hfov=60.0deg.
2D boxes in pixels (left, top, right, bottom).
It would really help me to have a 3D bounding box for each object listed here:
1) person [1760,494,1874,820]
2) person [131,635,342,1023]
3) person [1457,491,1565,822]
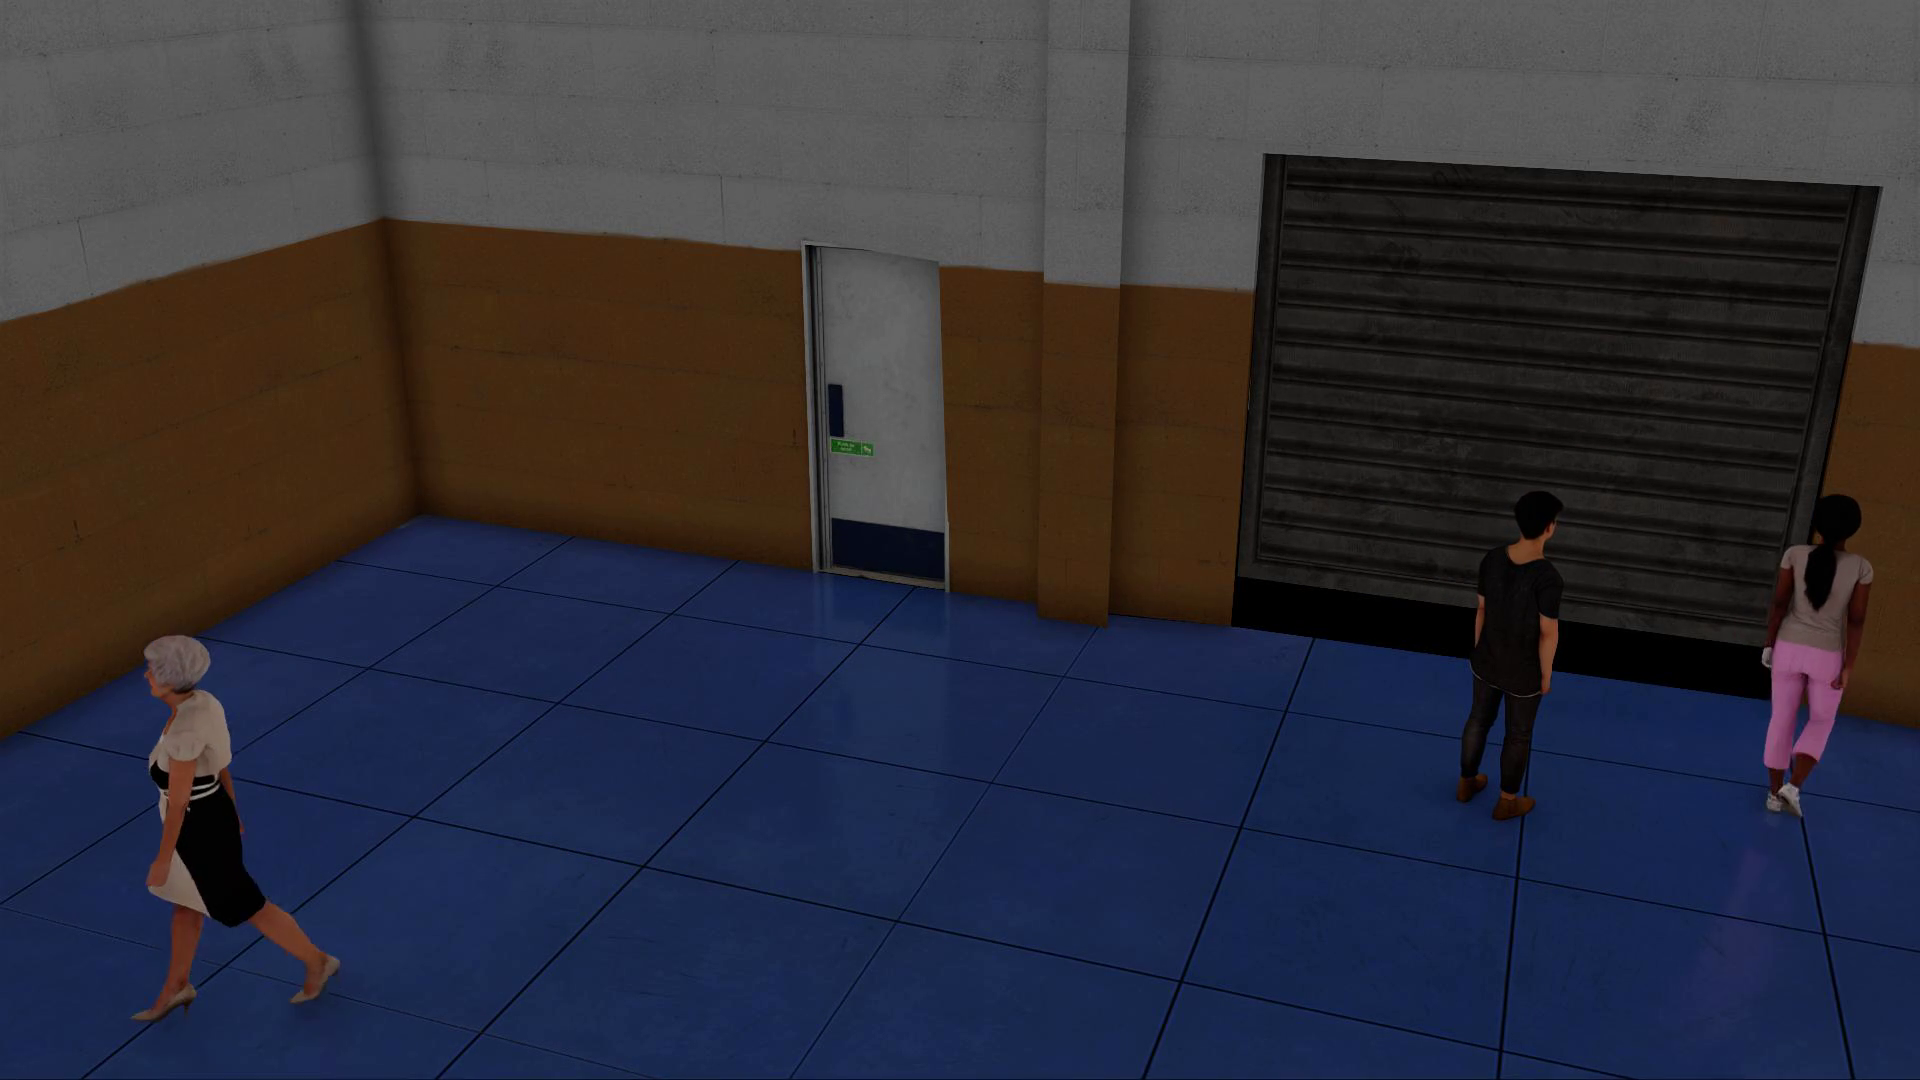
[{"bbox_3d":[4.140,0.616,8.166,0.806,1.731,0.749,15,26,32],"label":"person"},{"bbox_3d":[-2.922,1.213,6.708,1.125,1.710,1.030,-8,23,-20],"label":"person"},{"bbox_3d":[2.742,0.578,8.288,0.752,1.711,0.647,-16,27,-34],"label":"person"}]
